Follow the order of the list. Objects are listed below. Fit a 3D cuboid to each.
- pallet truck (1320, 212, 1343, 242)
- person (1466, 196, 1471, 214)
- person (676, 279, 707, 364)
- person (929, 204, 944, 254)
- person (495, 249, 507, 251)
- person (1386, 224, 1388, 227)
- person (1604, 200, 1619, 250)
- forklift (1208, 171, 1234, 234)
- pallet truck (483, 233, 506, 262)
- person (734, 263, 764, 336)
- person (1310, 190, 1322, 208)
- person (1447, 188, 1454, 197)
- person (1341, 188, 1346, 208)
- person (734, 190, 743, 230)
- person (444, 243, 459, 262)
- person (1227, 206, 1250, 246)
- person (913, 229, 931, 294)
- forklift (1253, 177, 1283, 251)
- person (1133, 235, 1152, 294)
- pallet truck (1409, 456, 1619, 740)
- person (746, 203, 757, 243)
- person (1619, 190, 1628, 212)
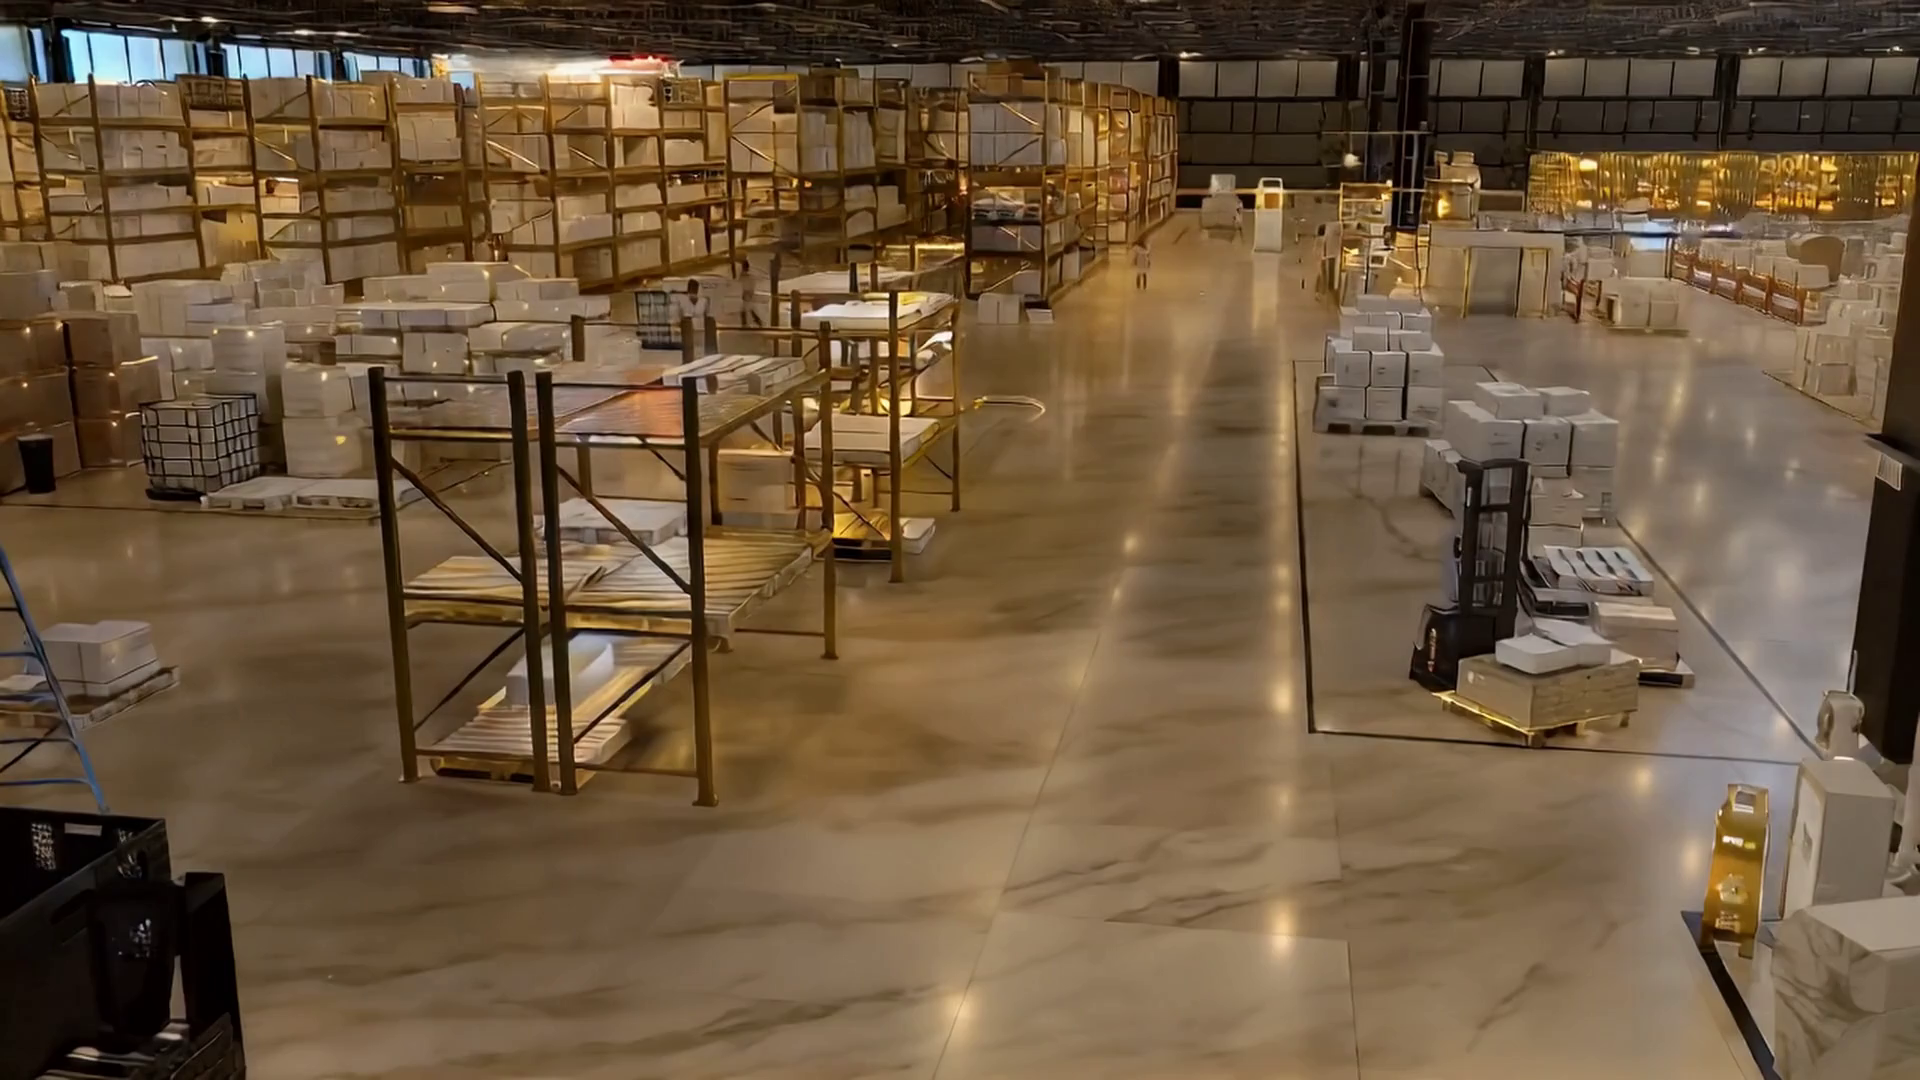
[{"bbox_3d":[15.874,-13.227,70.310,0.680,1.201,1.601,10,17,35],"label":"pallet truck"},{"bbox_3d":[22.118,-14.209,73.049,0.601,1.831,0.404,5,15,18],"label":"person"},{"bbox_3d":[-5.020,-3.941,31.211,0.589,1.910,0.396,-8,16,-29],"label":"person"},{"bbox_3d":[-0.879,-11.728,62.867,0.436,1.892,0.646,9,16,32],"label":"person"},{"bbox_3d":[-13.148,-8.095,48.039,0.604,1.931,0.928,0,14,2],"label":"person"},{"bbox_3d":[20.765,-15.753,79.418,0.937,1.785,0.596,1,14,4],"label":"person"},{"bbox_3d":[25.548,-12.318,65.135,0.404,1.945,0.615,-7,15,-25],"label":"person"},{"bbox_3d":[11.898,-15.304,75.338,1.129,2.768,1.873,3,14,10],"label":"forklift"},{"bbox_3d":[-11.832,-7.026,43.548,1.885,1.965,0.823,8,16,28],"label":"pallet truck"},{"bbox_3d":[-4.794,-5.504,38.061,0.814,1.668,0.533,12,18,40],"label":"person"},{"bbox_3d":[17.912,-16.750,83.646,0.928,1.694,0.570,12,18,39],"label":"person"},{"bbox_3d":[23.626,-16.090,80.558,0.643,1.895,0.414,-6,15,-24],"label":"person"},{"bbox_3d":[20.028,-17.583,87.046,0.486,1.705,0.891,9,17,34],"label":"person"},{"bbox_3d":[-10.172,-15.150,76.506,0.617,2.057,0.550,7,16,27],"label":"person"},{"bbox_3d":[-12.778,-6.510,41.734,0.962,1.870,0.644,1,14,4],"label":"person"},{"bbox_3d":[11.277,-12.719,67.388,0.901,1.649,0.540,2,14,8],"label":"person"},{"bbox_3d":[-1.092,-7.731,46.574,0.557,1.924,0.495,1,14,4],"label":"person"},{"bbox_3d":[12.083,-12.747,64.956,1.129,2.768,1.873,3,14,10],"label":"forklift"},{"bbox_3d":[5.242,-7.921,47.834,0.551,1.664,0.707,3,14,11],"label":"person"},{"bbox_3d":[4.504,0.400,13.395,0.823,1.965,1.885,-6,15,-23],"label":"pallet truck"},{"bbox_3d":[-8.170,-12.193,64.844,0.373,1.840,0.570,9,16,33],"label":"person"},{"bbox_3d":[33.685,-17.044,84.553,0.404,1.836,0.590,-3,14,-11],"label":"person"}]
